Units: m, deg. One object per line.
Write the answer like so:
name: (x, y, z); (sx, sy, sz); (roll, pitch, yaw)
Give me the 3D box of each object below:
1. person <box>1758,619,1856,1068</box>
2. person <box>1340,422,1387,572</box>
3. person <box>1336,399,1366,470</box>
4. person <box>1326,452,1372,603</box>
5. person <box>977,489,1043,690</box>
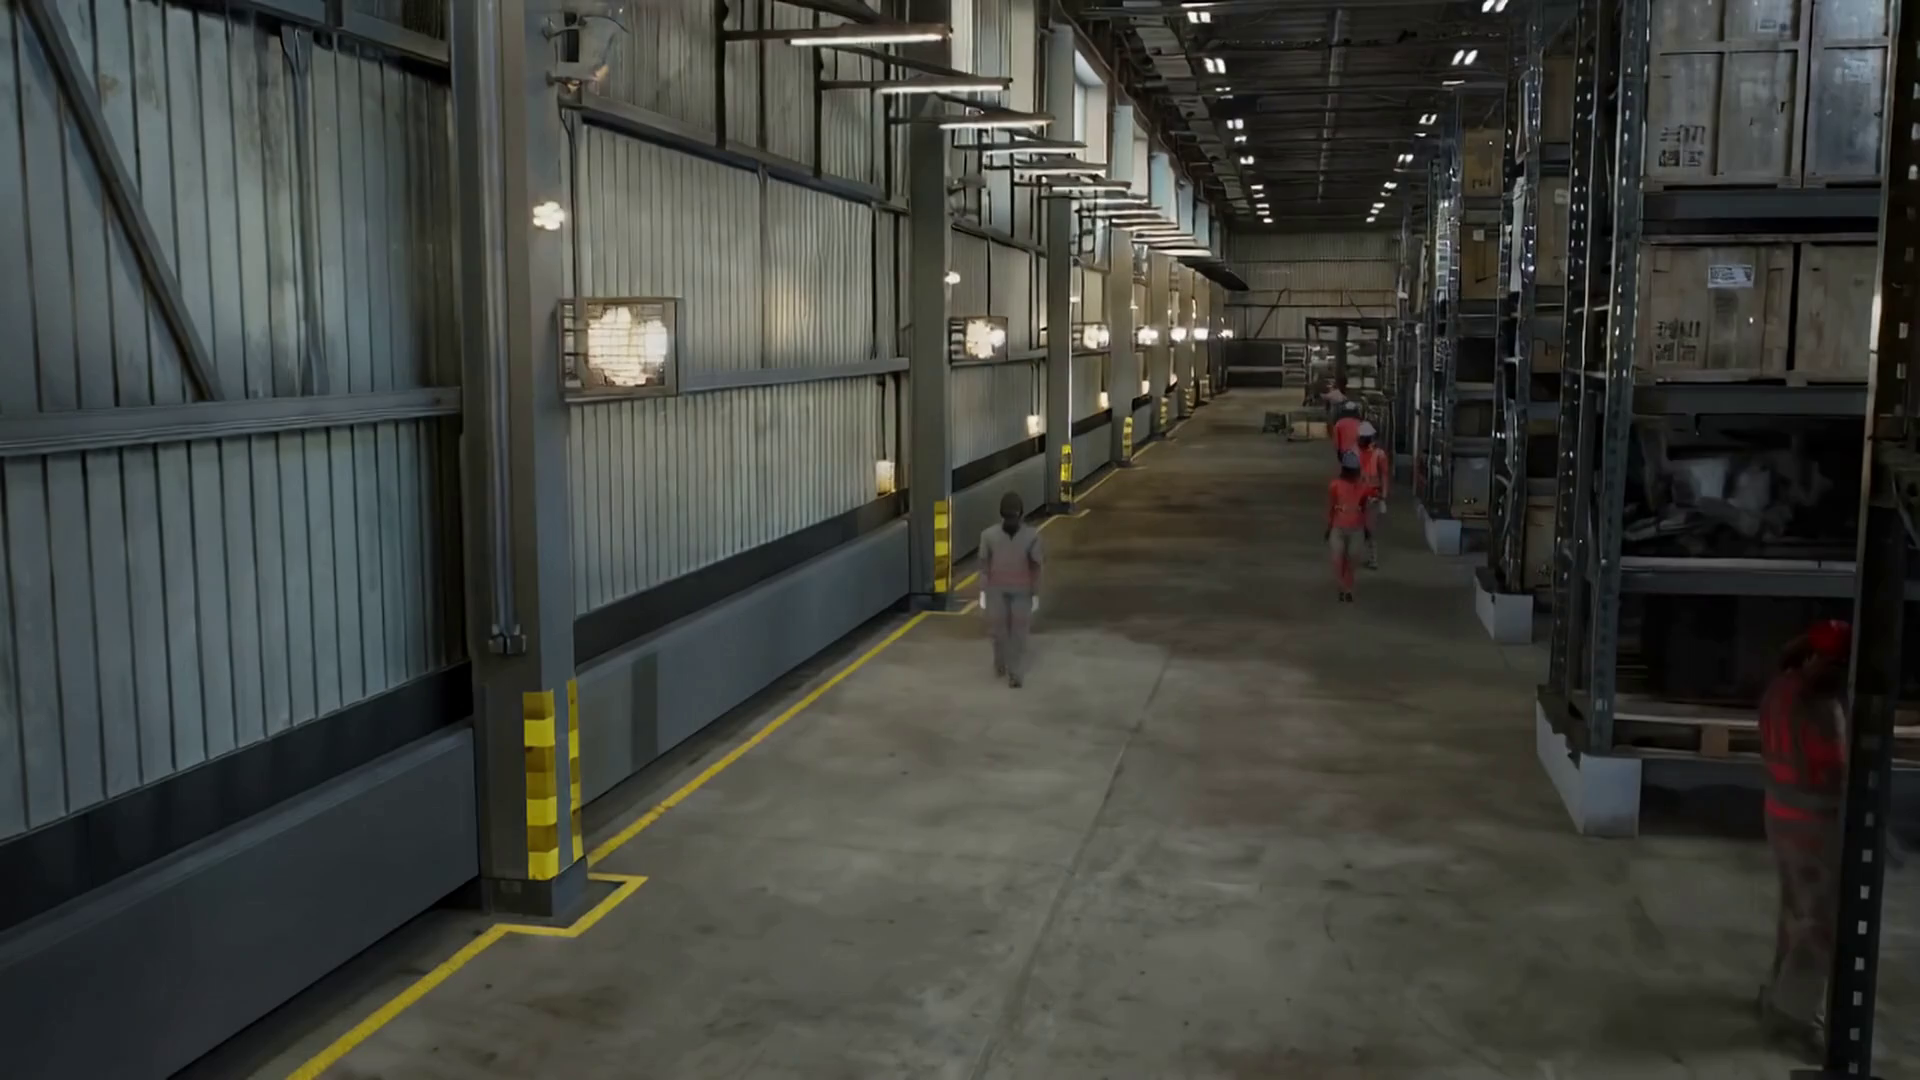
person: (3.639, 1.273, 7.121); (0.405, 1.900, 0.675); (2, 7, 16)
person: (5.214, -0.553, 21.510); (0.606, 1.951, 0.382); (0, 7, 3)
person: (7.002, -1.560, 29.687); (0.584, 1.917, 0.623); (4, 8, 27)
person: (4.454, -0.133, 18.992); (0.507, 1.723, 0.592); (0, 7, 2)
person: (0.439, 0.417, 14.552); (0.581, 1.740, 0.464); (1, 7, 7)
